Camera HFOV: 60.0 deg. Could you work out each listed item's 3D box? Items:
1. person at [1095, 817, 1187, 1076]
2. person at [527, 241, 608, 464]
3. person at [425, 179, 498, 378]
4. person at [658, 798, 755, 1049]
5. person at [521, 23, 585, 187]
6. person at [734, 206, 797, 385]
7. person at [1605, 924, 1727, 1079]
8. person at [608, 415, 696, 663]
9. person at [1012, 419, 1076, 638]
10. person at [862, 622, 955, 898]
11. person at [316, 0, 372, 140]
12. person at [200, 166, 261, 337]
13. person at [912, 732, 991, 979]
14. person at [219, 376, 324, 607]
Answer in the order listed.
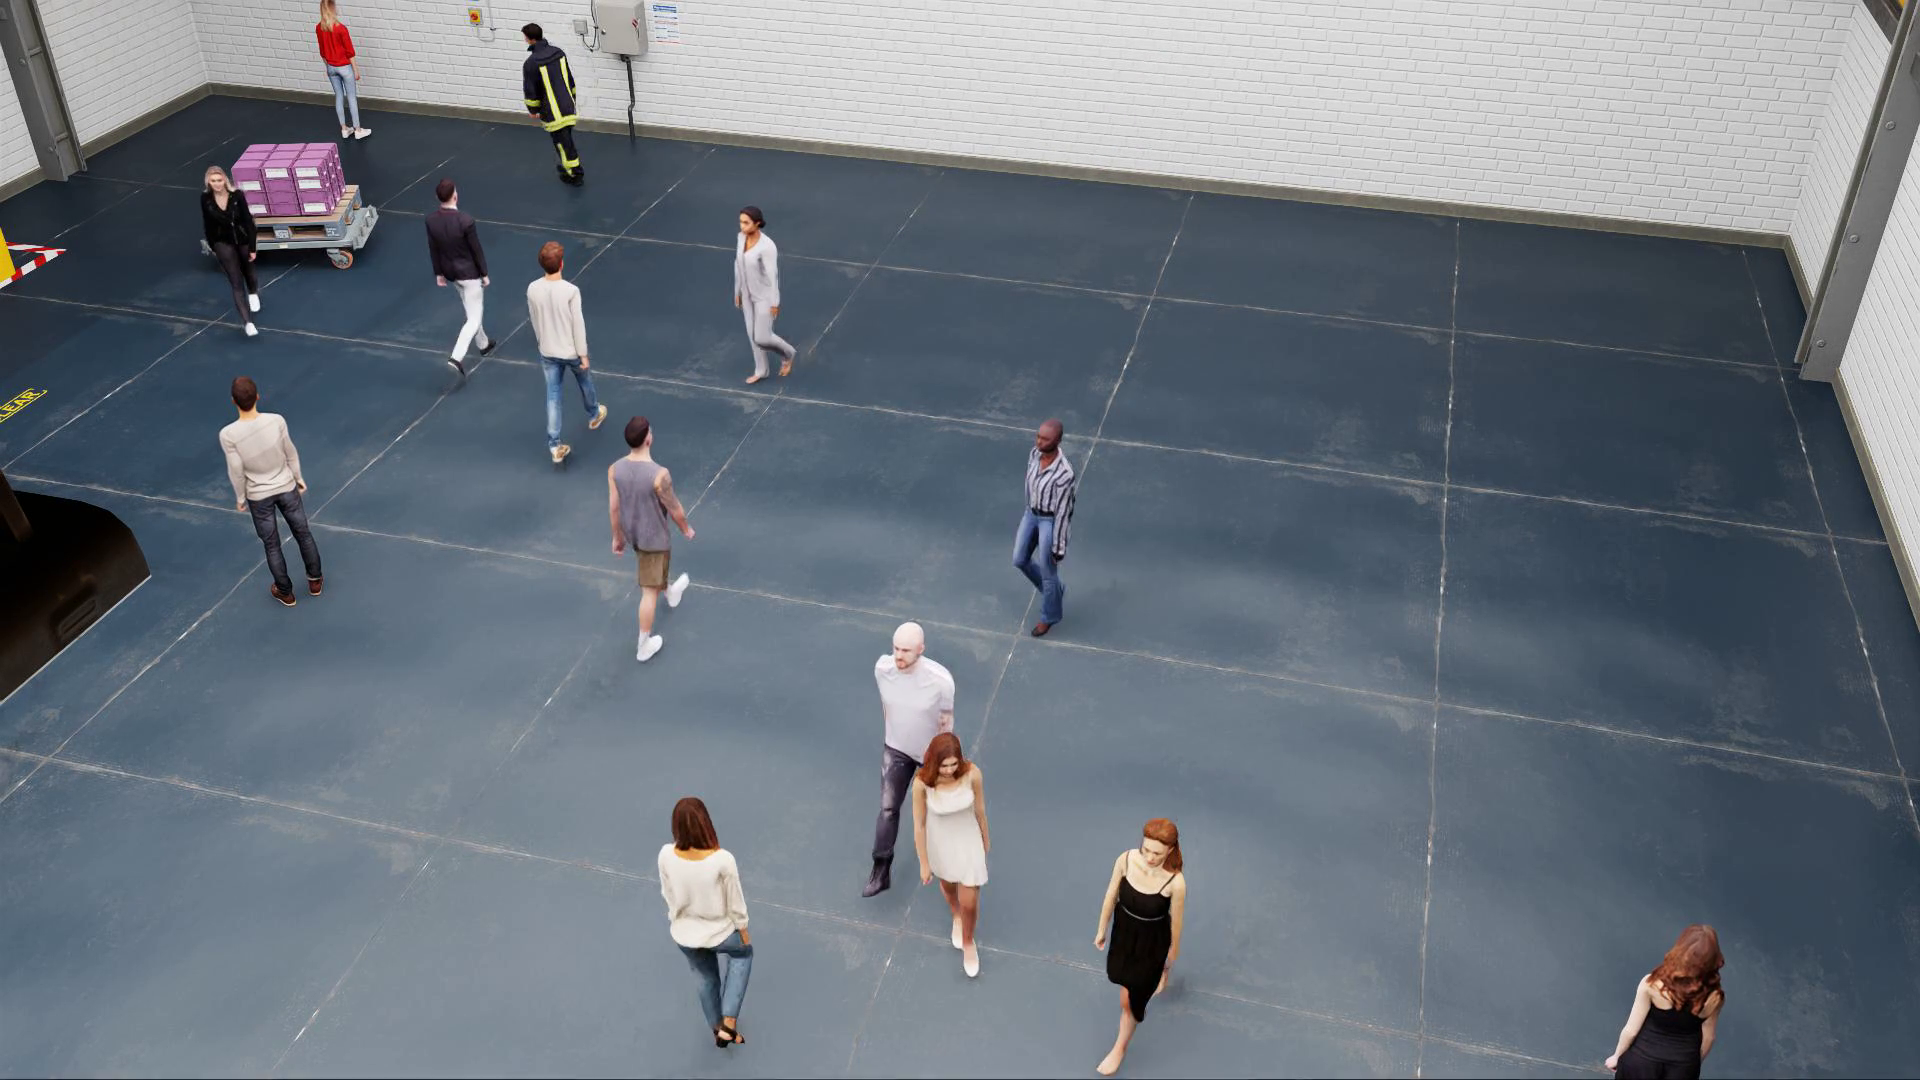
[{"bbox_3d":[1.008,2.042,8.802,0.828,1.594,1.117,24,40,31],"label":"person"},{"bbox_3d":[-3.367,-1.529,13.939,0.744,1.855,1.207,6,34,9],"label":"person"},{"bbox_3d":[-4.593,-2.386,15.263,0.688,1.817,1.127,9,35,14],"label":"person"},{"bbox_3d":[-1.350,2.082,8.672,0.629,1.671,0.636,10,35,15],"label":"person"},{"bbox_3d":[-4.608,-4.998,19.123,0.960,1.894,0.789,28,43,35],"label":"person"},{"bbox_3d":[-1.772,-2.258,15.155,0.808,1.724,0.871,28,43,36],"label":"person"},{"bbox_3d":[3.352,2.505,7.968,0.592,1.746,0.517,5,34,8],"label":"person"},{"bbox_3d":[-2.232,0.025,11.659,0.752,1.803,1.164,14,36,20],"label":"person"},{"bbox_3d":[0.684,-0.108,11.869,0.843,1.780,0.793,-21,39,-28],"label":"person"},{"bbox_3d":[-0.194,1.198,9.910,0.761,1.773,1.246,12,36,18],"label":"person"},{"bbox_3d":[-7.650,-5.816,20.523,0.615,1.705,0.482,9,35,13],"label":"person"},{"bbox_3d":[-7.027,-2.860,16.142,1.076,1.633,1.209,-12,36,-18],"label":"person"},{"bbox_3d":[-0.055,1.634,9.343,0.683,1.675,0.789,-2,34,-3],"label":"person"},{"bbox_3d":[-5.036,-0.355,12.161,0.723,1.868,0.803,-21,39,-28],"label":"person"}]
